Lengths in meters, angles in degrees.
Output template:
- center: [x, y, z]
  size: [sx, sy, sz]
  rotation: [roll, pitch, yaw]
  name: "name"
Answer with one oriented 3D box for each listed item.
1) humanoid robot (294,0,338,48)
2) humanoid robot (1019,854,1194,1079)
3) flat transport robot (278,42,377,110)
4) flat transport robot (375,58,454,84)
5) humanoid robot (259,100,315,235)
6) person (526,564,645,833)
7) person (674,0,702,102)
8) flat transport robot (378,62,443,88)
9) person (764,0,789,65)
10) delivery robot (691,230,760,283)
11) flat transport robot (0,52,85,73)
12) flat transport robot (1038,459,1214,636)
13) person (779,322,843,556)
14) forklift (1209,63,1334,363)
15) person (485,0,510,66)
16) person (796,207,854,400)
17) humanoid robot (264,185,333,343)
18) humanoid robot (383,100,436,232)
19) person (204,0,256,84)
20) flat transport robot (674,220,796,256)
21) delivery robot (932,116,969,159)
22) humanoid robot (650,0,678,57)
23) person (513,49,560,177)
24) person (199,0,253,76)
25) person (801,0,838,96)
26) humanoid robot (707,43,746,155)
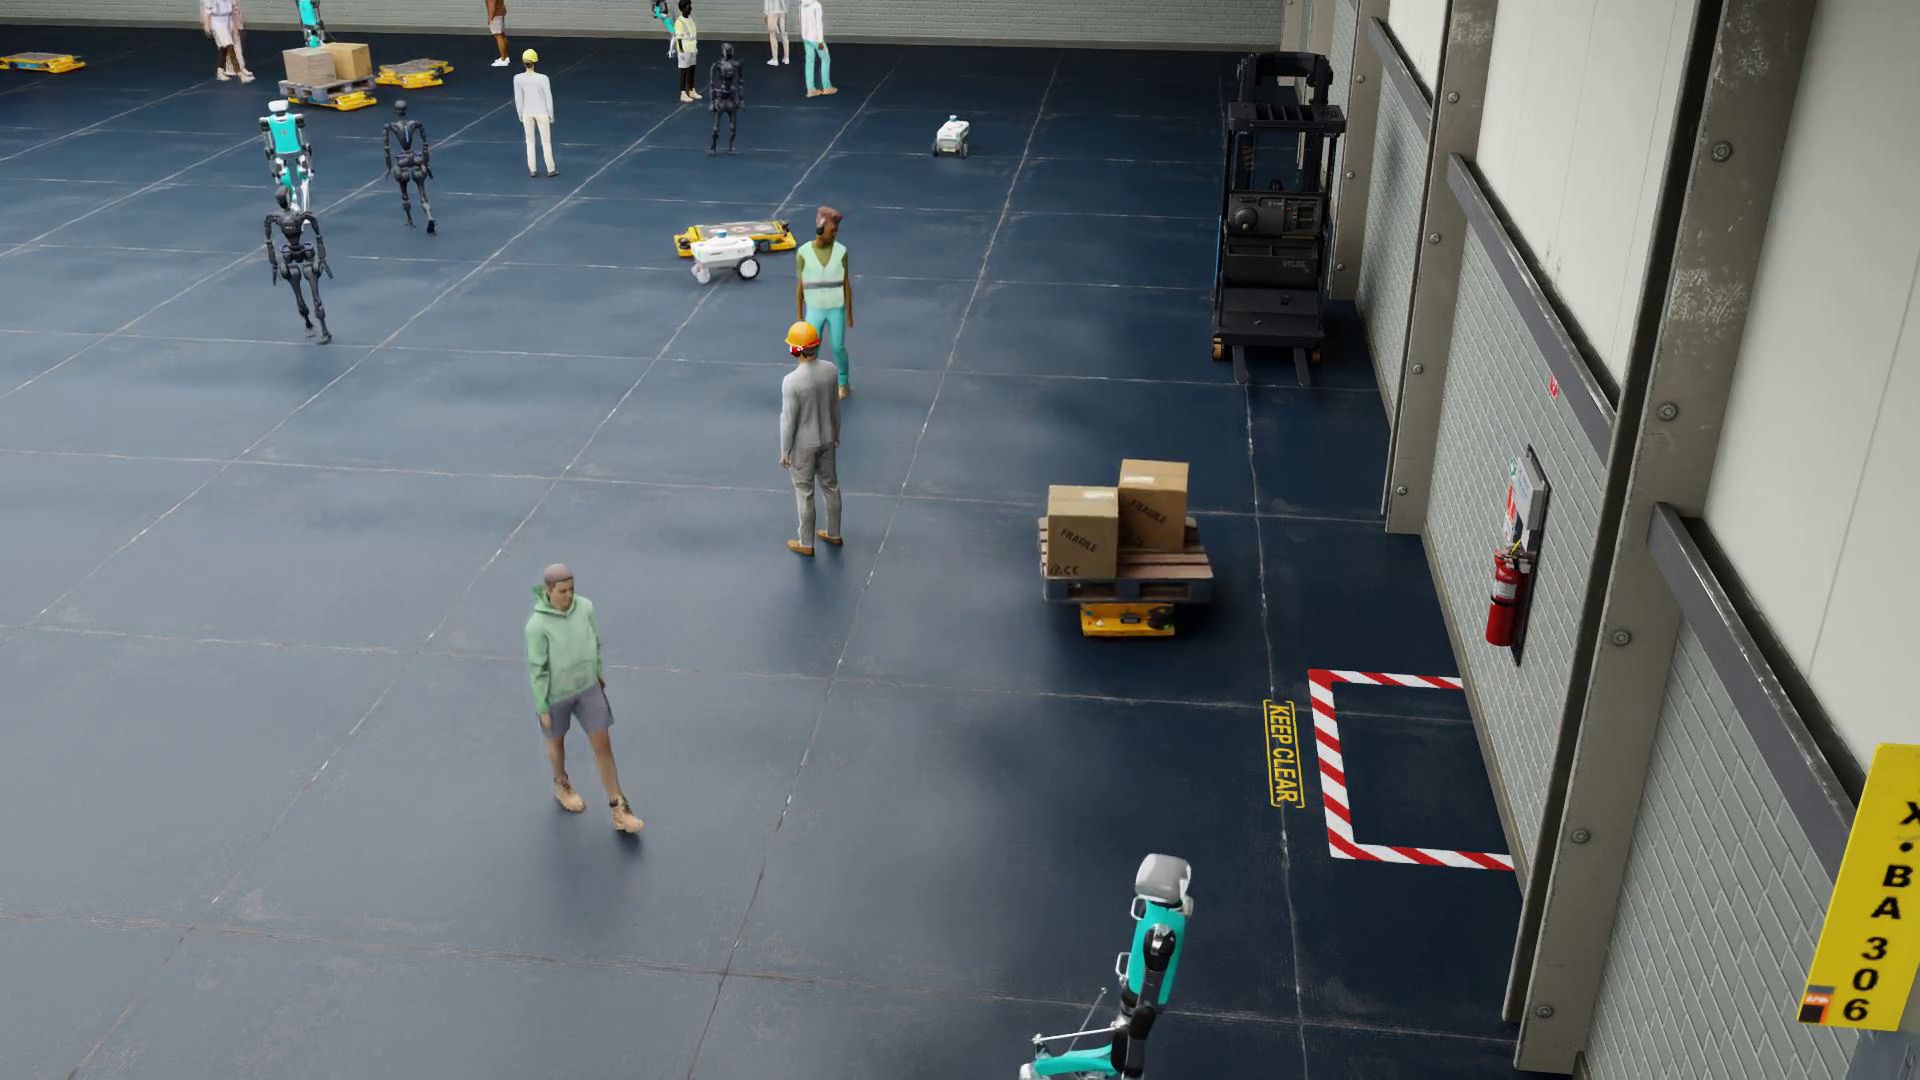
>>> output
- center: [-11.066, -8.727, 28.927]
  size: [0.532, 1.811, 0.672]
  rotation: [15, 30, 28]
  name: "humanoid robot"
- center: [0.628, 2.110, 7.303]
  size: [1.030, 1.728, 0.546]
  rotation: [5, 27, 11]
  name: "humanoid robot"
- center: [-10.594, -7.470, 28.051]
  size: [1.431, 0.231, 0.659]
  rotation: [15, 30, 27]
  name: "flat transport robot"
- center: [-9.829, -8.441, 29.990]
  size: [0.659, 0.231, 1.431]
  rotation: [9, 28, 17]
  name: "flat transport robot"
- center: [-8.382, -4.681, 20.864]
  size: [0.551, 1.740, 1.041]
  rotation: [-9, 28, -17]
  name: "humanoid robot"
- center: [-2.205, 0.941, 9.646]
  size: [0.510, 1.702, 0.862]
  rotation: [-21, 33, -35]
  name: "person"
- center: [-4.599, -8.266, 28.053]
  size: [0.321, 1.688, 0.528]
  rotation: [10, 28, 19]
  name: "person"
- center: [-9.835, -8.304, 29.716]
  size: [0.659, 0.231, 1.431]
  rotation: [-18, 32, -32]
  name: "flat transport robot"
- center: [-3.404, -9.789, 30.889]
  size: [0.511, 1.874, 0.379]
  rotation: [-17, 31, -30]
  name: "person"
- center: [-2.749, -3.324, 19.476]
  size: [0.811, 0.613, 0.499]
  rotation: [-11, 29, -21]
  name: "delivery robot"
- center: [-17.028, -8.834, 30.775]
  size: [1.431, 0.231, 0.659]
  rotation: [8, 28, 16]
  name: "flat transport robot"
- center: [1.210, 0.307, 12.525]
  size: [0.659, 0.231, 1.431]
  rotation: [0, 27, 0]
  name: "flat transport robot"
- center: [-1.158, -0.784, 12.904]
  size: [0.570, 1.890, 0.377]
  rotation: [-22, 34, -37]
  name: "person"
- center: [3.241, -3.477, 17.183]
  size: [1.129, 2.768, 1.873]
  rotation: [3, 27, 6]
  name: "forklift"
- center: [-8.594, -9.761, 30.854]
  size: [0.389, 1.853, 0.791]
  rotation: [0, 27, -1]
  name: "person"
- center: [-1.270, -2.161, 15.601]
  size: [0.559, 1.945, 0.680]
  rotation: [-6, 27, -11]
  name: "person"
- center: [-6.886, -2.893, 17.358]
  size: [0.609, 1.642, 0.519]
  rotation: [-6, 27, -12]
  name: "humanoid robot"
- center: [-6.955, -4.716, 21.014]
  size: [0.590, 1.633, 0.710]
  rotation: [-17, 31, -30]
  name: "humanoid robot"
- center: [-12.958, -9.064, 29.329]
  size: [1.011, 1.983, 0.614]
  rotation: [11, 29, 20]
  name: "person"
- center: [-2.790, -3.736, 20.597]
  size: [1.431, 0.231, 0.659]
  rotation: [-6, 27, -12]
  name: "flat transport robot"
- center: [-0.104, -6.025, 24.837]
  size: [0.499, 0.586, 0.773]
  rotation: [6, 27, 12]
  name: "delivery robot"
- center: [-5.590, -10.079, 31.702]
  size: [0.786, 1.841, 0.556]
  rotation: [-18, 32, -32]
  name: "humanoid robot"
- center: [-5.990, -6.014, 23.473]
  size: [0.525, 1.767, 0.329]
  rotation: [1, 27, 3]
  name: "person"
- center: [-13.228, -9.287, 29.897]
  size: [0.709, 1.872, 0.543]
  rotation: [-15, 30, -27]
  name: "person"
- center: [-2.417, -8.581, 28.445]
  size: [0.527, 1.900, 0.660]
  rotation: [22, 34, 37]
  name: "person"
- center: [-3.486, -6.509, 24.568]
  size: [0.589, 1.645, 0.428]
  rotation: [-17, 31, -30]
  name: "humanoid robot"
